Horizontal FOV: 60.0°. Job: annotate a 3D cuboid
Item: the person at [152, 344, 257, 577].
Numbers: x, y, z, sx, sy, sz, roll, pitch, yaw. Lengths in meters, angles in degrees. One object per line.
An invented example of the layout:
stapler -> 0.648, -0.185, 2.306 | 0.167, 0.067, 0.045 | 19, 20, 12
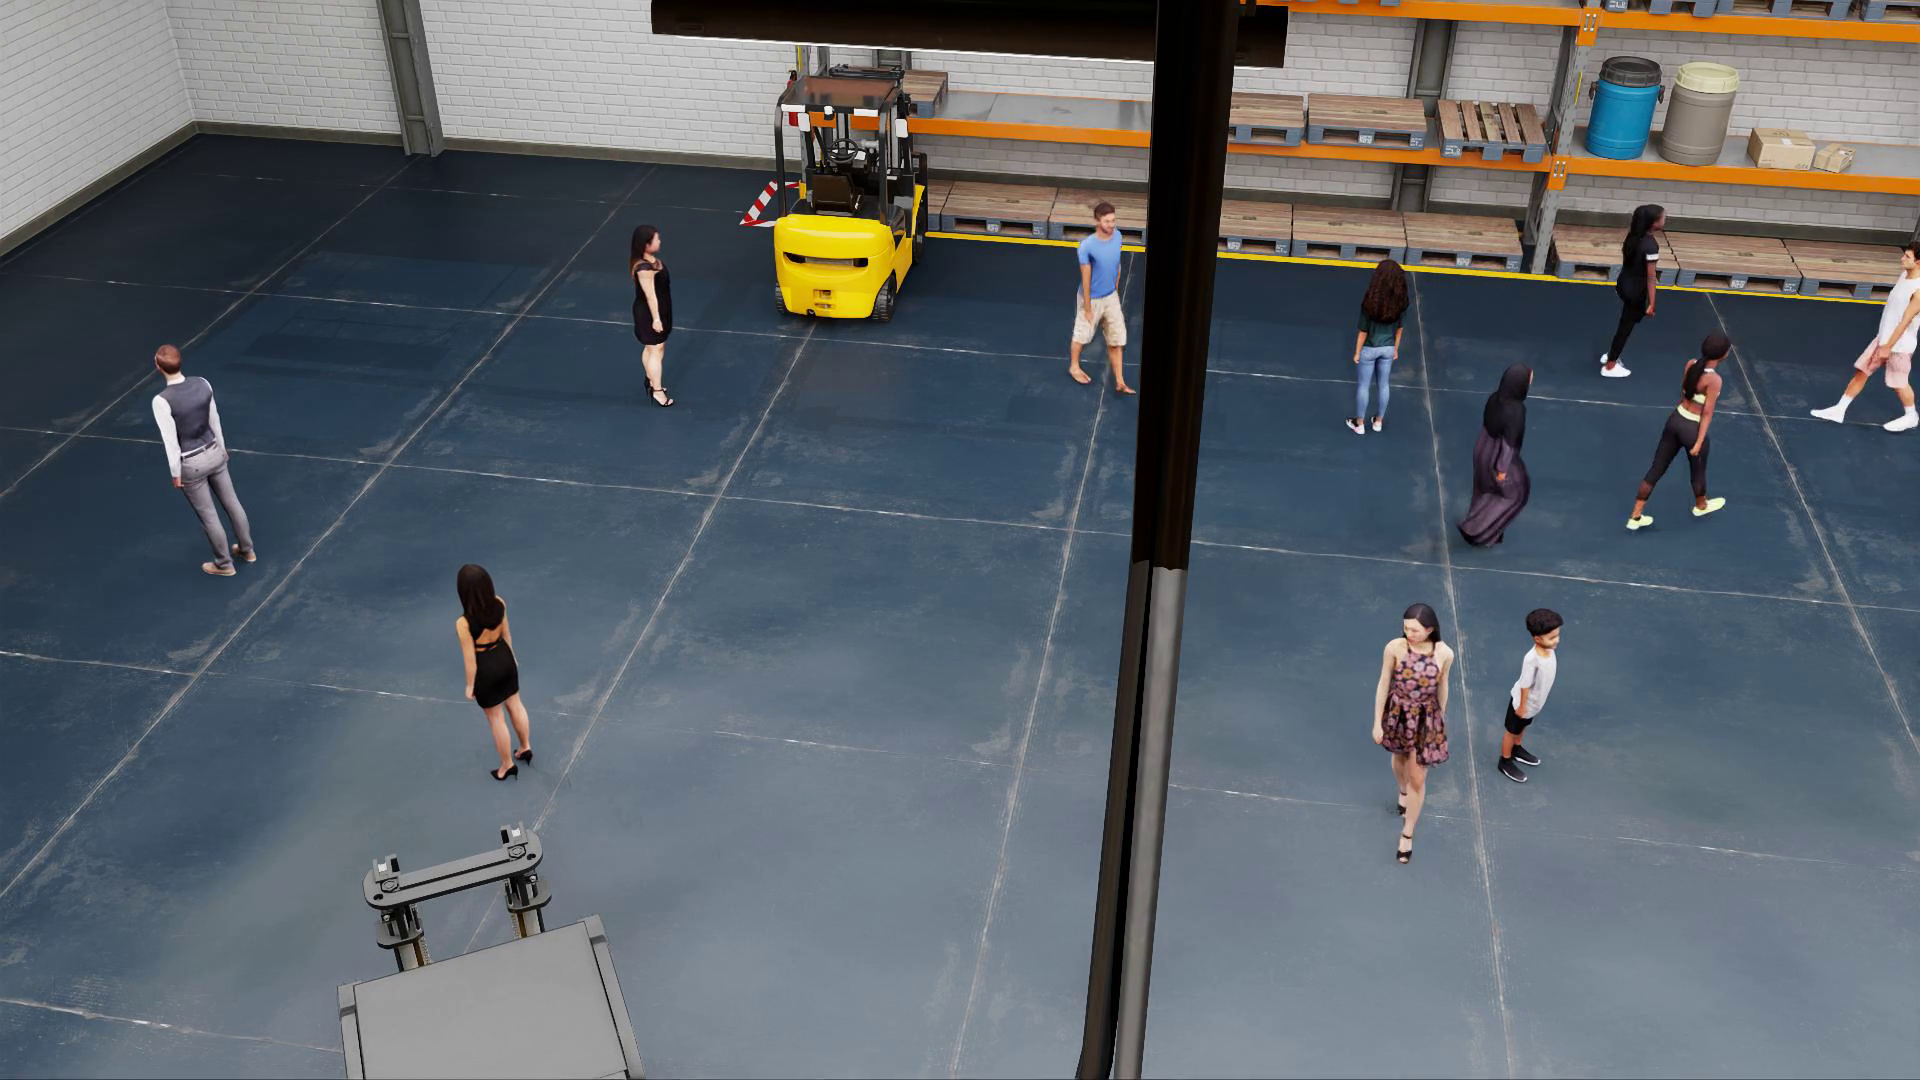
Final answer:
person -> -5.789, -0.613, 12.663 | 0.691, 1.938, 0.731 | 18, 38, 25

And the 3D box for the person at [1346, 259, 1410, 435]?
person -> 3.658, -1.693, 14.579 | 0.635, 1.616, 0.740 | -4, 34, -7

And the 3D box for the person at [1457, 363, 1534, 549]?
person -> 4.141, -0.653, 13.023 | 0.864, 1.606, 0.750 | -6, 34, -9

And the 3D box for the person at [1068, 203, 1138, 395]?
person -> 1.209, -2.256, 15.227 | 1.133, 1.838, 1.150 | -18, 38, -25

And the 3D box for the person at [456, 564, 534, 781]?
person -> -3.001, 0.859, 10.711 | 0.615, 1.649, 0.621 | 21, 39, 28

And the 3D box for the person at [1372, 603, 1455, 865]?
person -> 2.780, 1.070, 10.309 | 0.845, 1.742, 0.718 | 6, 34, 9

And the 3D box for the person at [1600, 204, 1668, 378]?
person -> 6.150, -2.290, 15.380 | 0.721, 1.724, 0.714 | -3, 34, -4

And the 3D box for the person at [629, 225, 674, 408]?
person -> -2.787, -2.034, 15.001 | 0.769, 1.717, 0.763 | -11, 35, -16

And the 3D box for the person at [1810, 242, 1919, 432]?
person -> 8.249, -1.717, 14.496 | 1.133, 1.747, 0.706 | 4, 34, 6

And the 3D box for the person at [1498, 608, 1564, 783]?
person -> 3.723, 0.982, 10.874 | 0.618, 1.262, 0.575 | 26, 42, 33

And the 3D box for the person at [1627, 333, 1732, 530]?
person -> 5.672, -0.818, 13.180 | 1.181, 1.707, 0.972 | -13, 36, -18
